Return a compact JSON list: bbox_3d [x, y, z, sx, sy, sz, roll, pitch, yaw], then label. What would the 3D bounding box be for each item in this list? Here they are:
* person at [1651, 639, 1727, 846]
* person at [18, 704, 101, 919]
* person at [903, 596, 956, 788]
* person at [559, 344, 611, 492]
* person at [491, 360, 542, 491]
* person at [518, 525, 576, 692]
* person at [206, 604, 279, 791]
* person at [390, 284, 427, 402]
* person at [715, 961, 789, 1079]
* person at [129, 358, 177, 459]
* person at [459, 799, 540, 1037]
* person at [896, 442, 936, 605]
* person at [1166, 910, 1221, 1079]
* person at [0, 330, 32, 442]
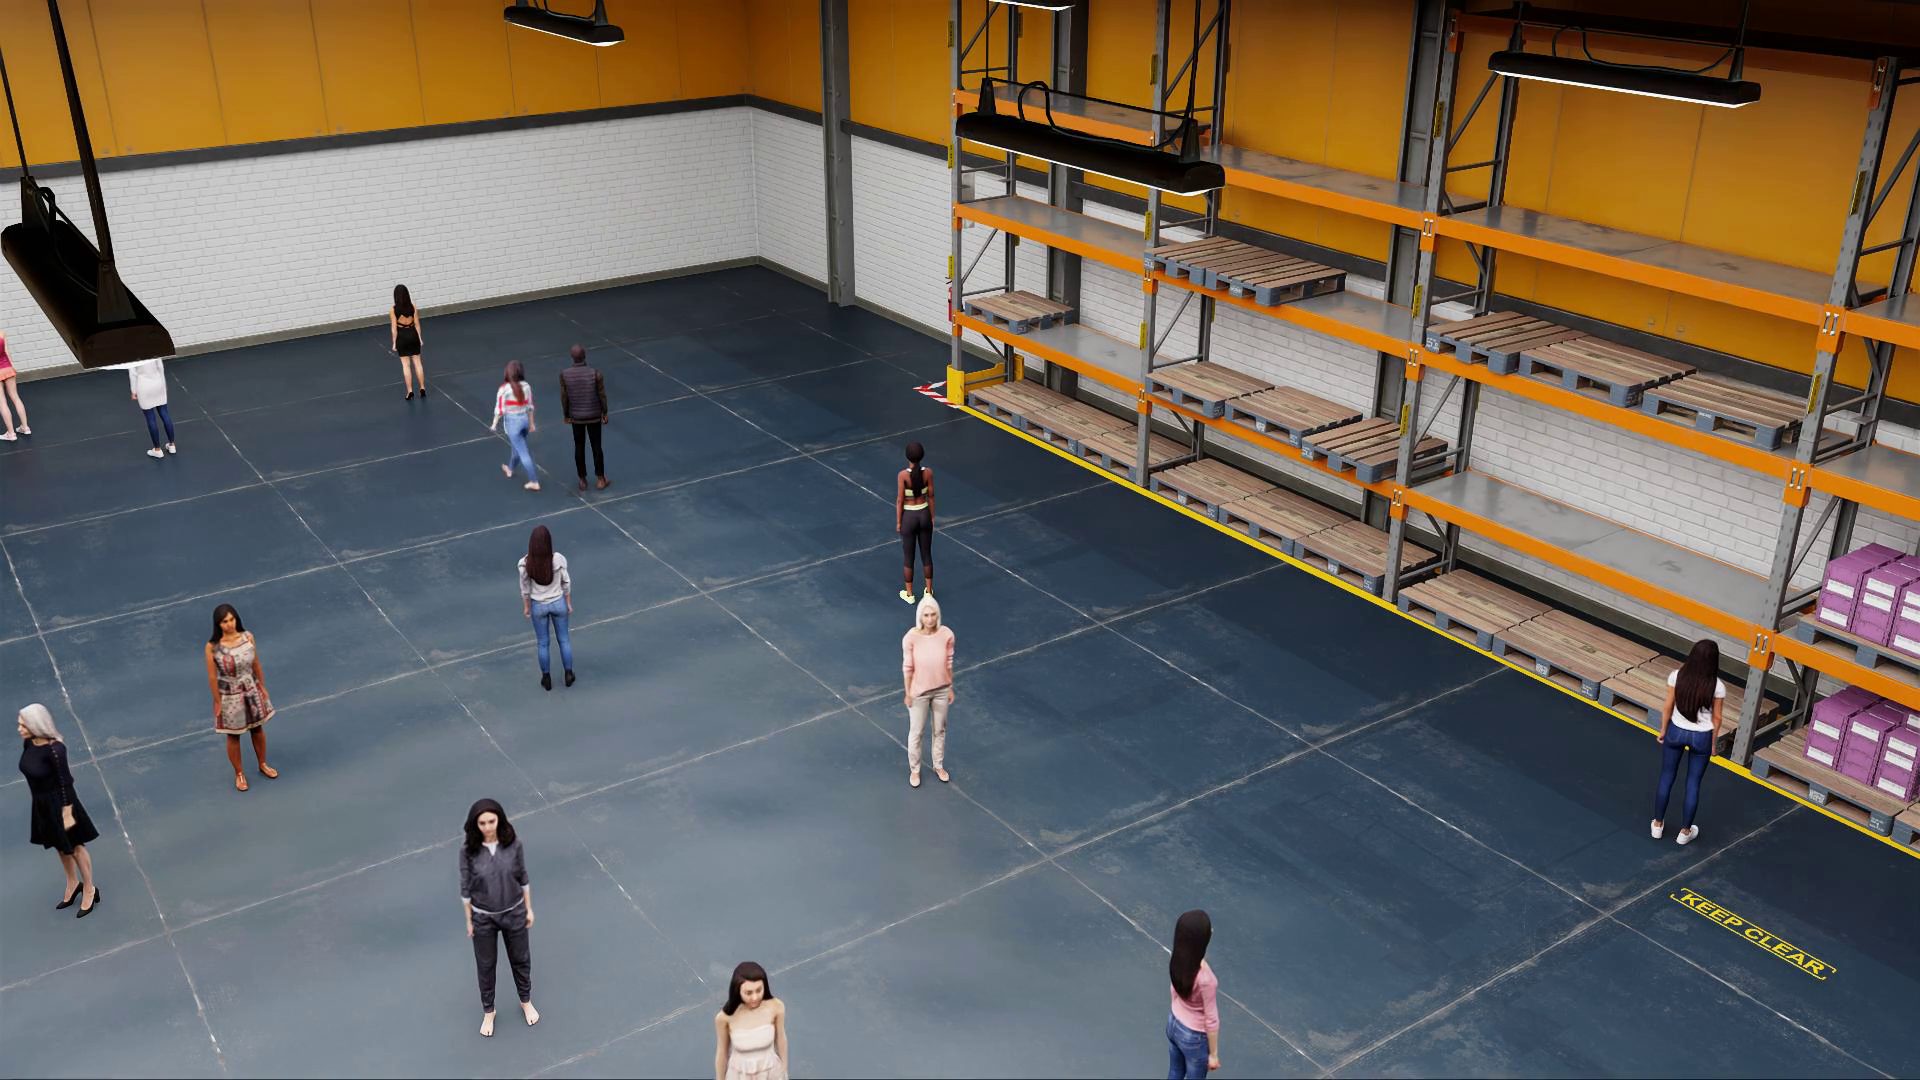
[{"bbox_3d":[5.772,1.587,13.182,0.567,1.775,0.718,15,28,31],"label":"person"},{"bbox_3d":[-6.686,1.992,12.293,0.644,1.746,0.754,13,27,27],"label":"person"},{"bbox_3d":[-0.258,1.252,14.011,0.667,1.725,0.635,-7,24,-15],"label":"person"},{"bbox_3d":[-4.543,-1.497,20.162,0.779,1.836,0.779,-1,24,-2],"label":"person"},{"bbox_3d":[-5.298,-1.355,20.170,1.099,1.570,0.808,16,28,33],"label":"person"},{"bbox_3d":[-3.843,0.628,15.554,0.659,1.633,0.614,-7,25,-16],"label":"person"},{"bbox_3d":[-6.077,1.291,14.022,0.591,1.645,0.688,21,31,40],"label":"person"},{"bbox_3d":[-7.745,-2.775,23.318,0.570,1.648,0.482,-15,28,-31],"label":"person"},{"bbox_3d":[-1.213,3.125,9.733,0.697,1.720,0.733,-4,24,-10],"label":"person"},{"bbox_3d":[-10.339,-1.934,21.237,0.625,1.775,0.667,17,29,34],"label":"person"},{"bbox_3d":[-3.092,2.486,11.138,0.645,1.765,0.593,-9,25,-19],"label":"person"},{"bbox_3d":[-0.453,-0.186,17.264,0.621,1.754,0.595,-7,25,-17],"label":"person"},{"bbox_3d":[1.389,2.972,10.055,0.652,1.743,0.493,-11,26,-24],"label":"person"},{"bbox_3d":[-12.620,-2.191,21.855,0.688,1.751,0.650,8,25,17],"label":"person"}]
